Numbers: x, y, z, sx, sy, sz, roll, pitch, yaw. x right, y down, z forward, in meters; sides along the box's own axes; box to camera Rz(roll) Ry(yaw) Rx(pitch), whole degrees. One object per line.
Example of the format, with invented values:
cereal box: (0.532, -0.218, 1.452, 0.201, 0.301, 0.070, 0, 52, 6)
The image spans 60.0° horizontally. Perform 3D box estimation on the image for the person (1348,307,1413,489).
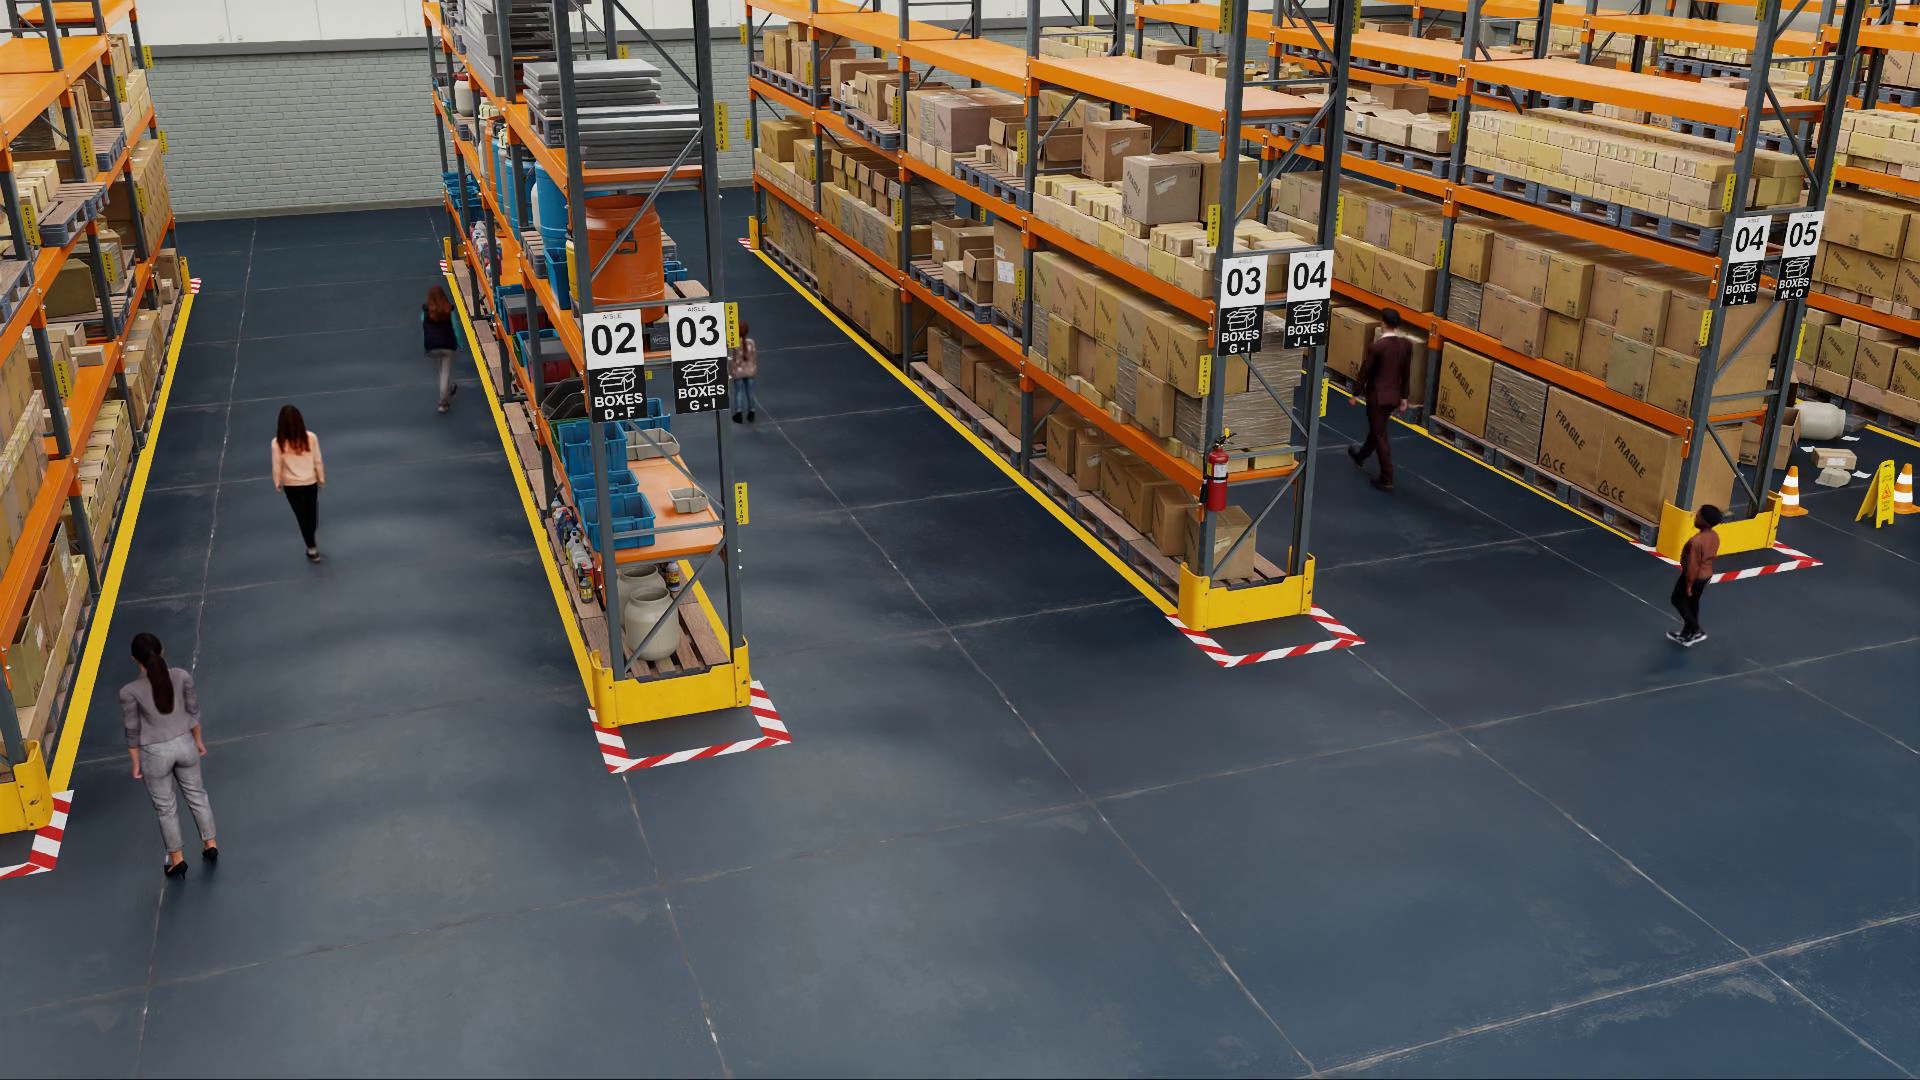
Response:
person: (4.400, -1.421, 17.119, 0.770, 1.820, 1.153, -11, 25, -24)

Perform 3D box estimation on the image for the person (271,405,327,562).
person: (-6.076, -0.503, 15.353, 0.708, 1.457, 0.927, -14, 26, -31)

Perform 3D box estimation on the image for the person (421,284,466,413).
person: (-6.122, -2.236, 19.580, 0.811, 1.465, 1.021, 1, 22, 1)

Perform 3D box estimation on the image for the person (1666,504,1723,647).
person: (6.083, 0.314, 13.634, 0.583, 1.246, 0.650, -13, 26, -30)

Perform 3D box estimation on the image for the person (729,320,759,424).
person: (-2.505, -1.952, 19.250, 0.475, 1.189, 0.462, -9, 24, -20)

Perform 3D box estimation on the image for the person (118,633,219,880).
person: (-5.002, 1.360, 10.506, 0.727, 1.677, 0.716, 19, 29, 39)
